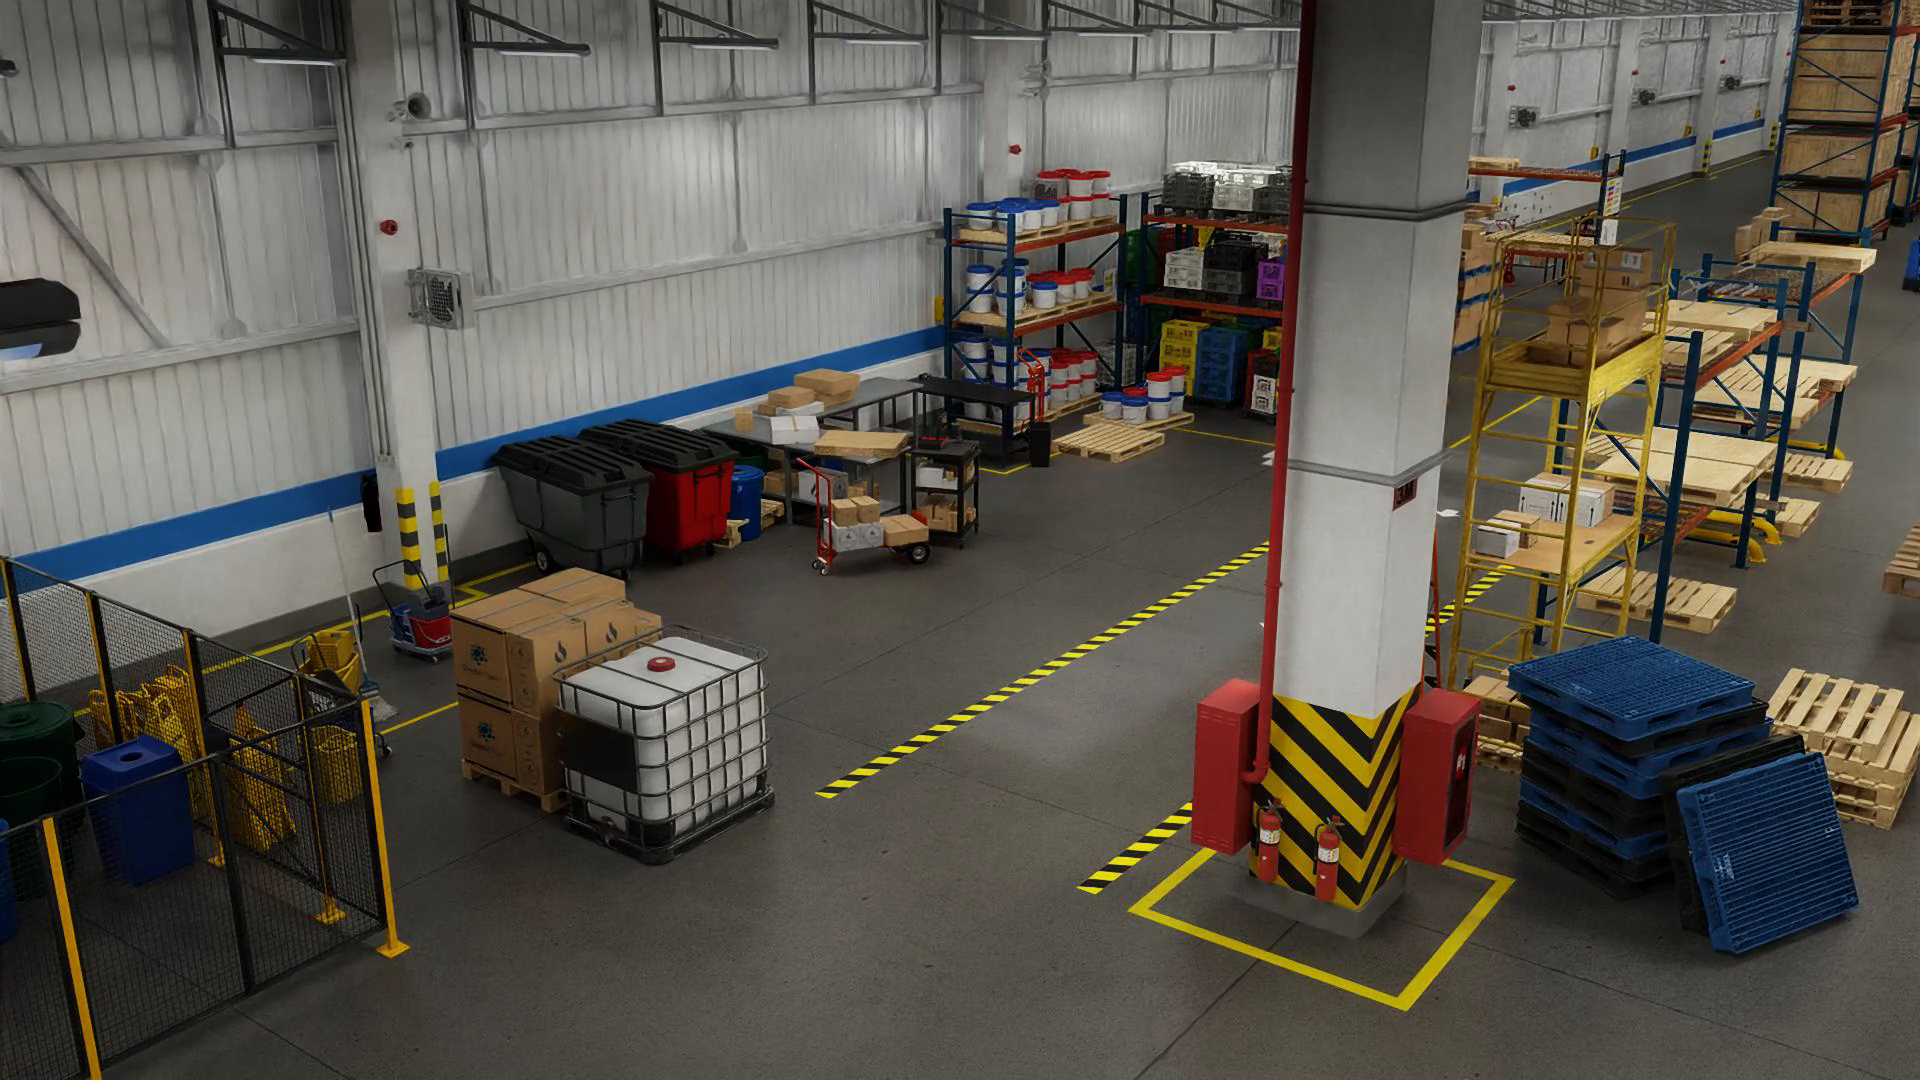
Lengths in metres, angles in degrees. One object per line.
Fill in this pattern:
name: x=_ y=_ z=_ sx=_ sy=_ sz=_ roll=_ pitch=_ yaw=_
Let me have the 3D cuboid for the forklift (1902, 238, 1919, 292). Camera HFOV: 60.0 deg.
forklift: x=19.874 y=-6.323 z=32.971 sx=1.873 sy=2.768 sz=1.129 roll=-12 pitch=22 yaw=-33
